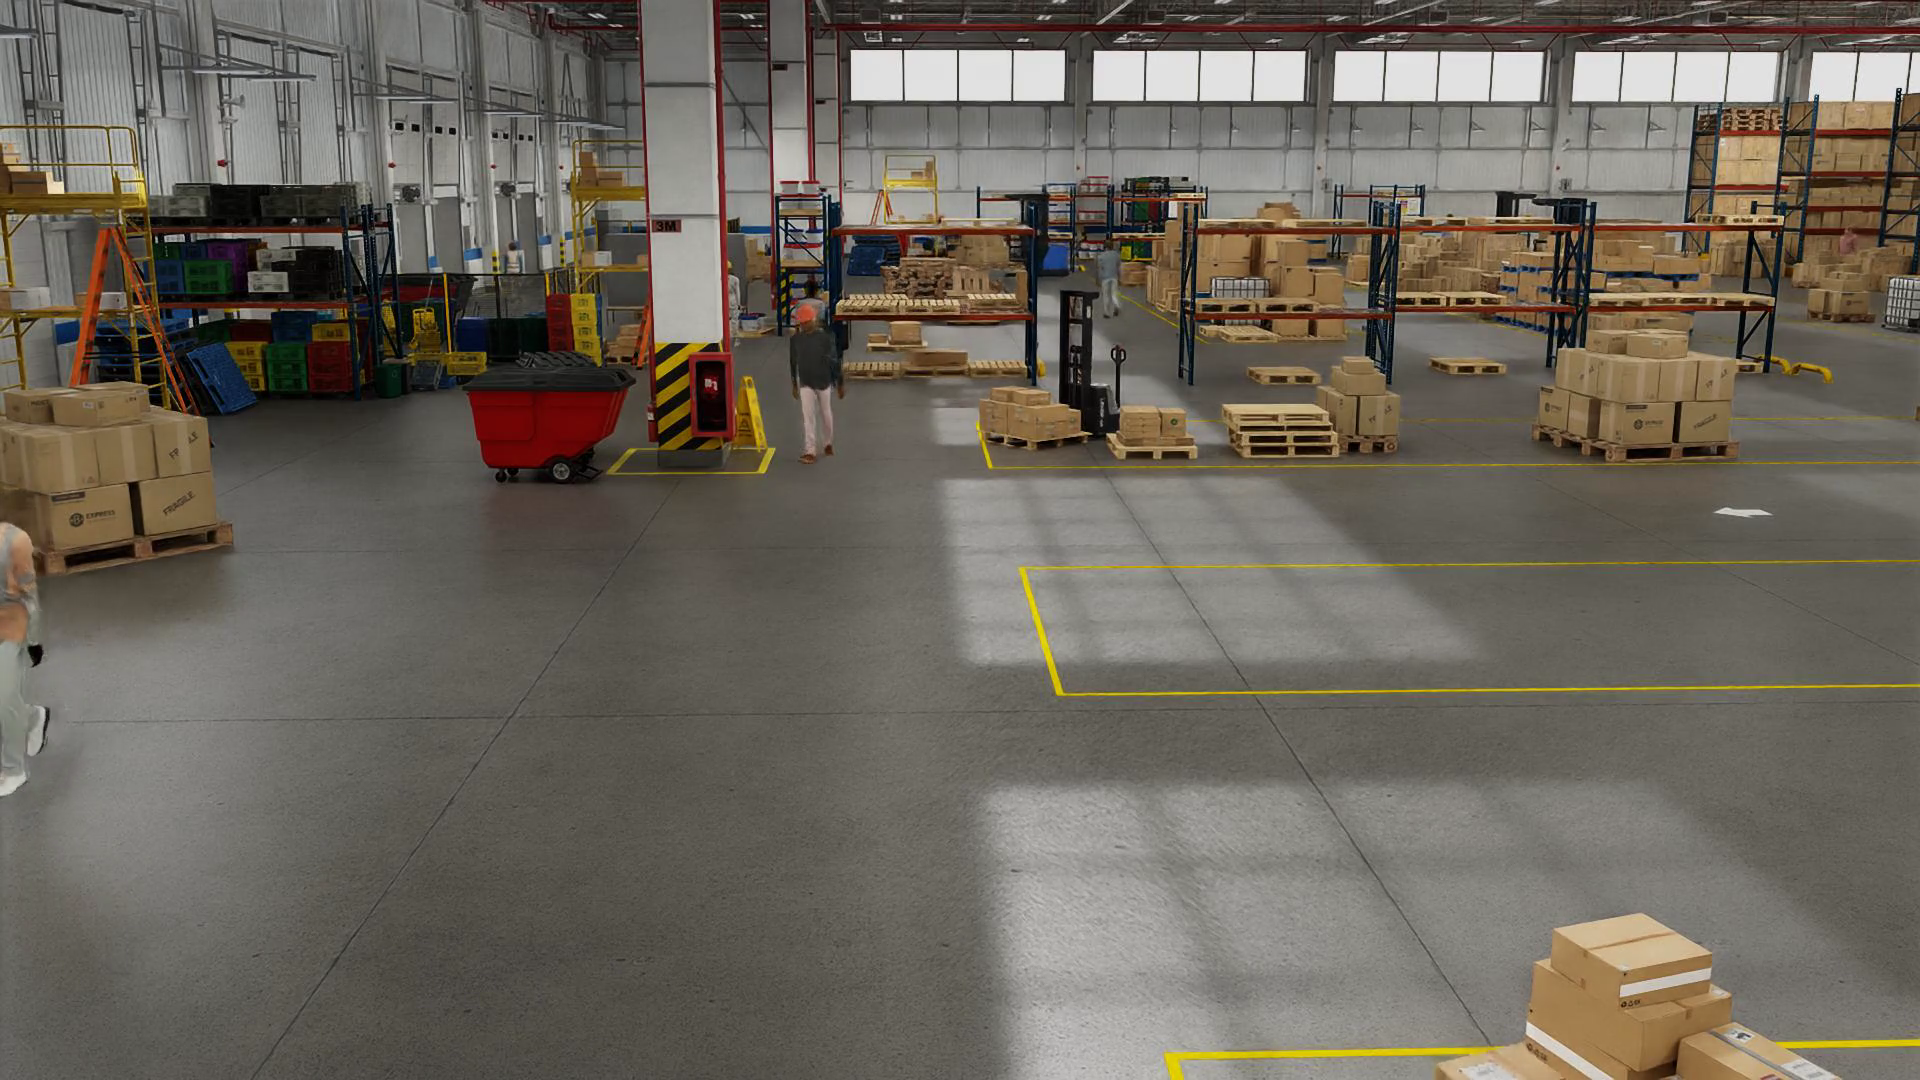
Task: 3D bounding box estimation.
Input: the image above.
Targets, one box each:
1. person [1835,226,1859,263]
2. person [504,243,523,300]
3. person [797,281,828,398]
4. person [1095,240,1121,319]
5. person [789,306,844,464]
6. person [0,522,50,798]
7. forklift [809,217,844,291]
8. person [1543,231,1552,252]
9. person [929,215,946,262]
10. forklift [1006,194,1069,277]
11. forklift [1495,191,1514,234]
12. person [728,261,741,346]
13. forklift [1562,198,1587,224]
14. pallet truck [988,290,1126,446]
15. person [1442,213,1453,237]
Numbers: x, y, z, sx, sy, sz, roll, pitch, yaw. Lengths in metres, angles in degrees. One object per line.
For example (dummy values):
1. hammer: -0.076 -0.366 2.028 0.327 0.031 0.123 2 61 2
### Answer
1. person: 28.226 -9.089 53.086 1.006 1.849 0.662 -5 13 -21
2. person: -12.518 -7.539 46.685 0.520 1.595 0.865 -2 13 -11
3. person: -2.351 -3.176 26.439 0.591 1.849 0.411 3 13 13
4. person: 3.633 -6.381 40.741 0.637 1.916 0.455 -5 13 -22
5. person: -1.770 -1.938 20.662 0.723 1.927 1.052 3 13 11
6. person: -5.580 0.502 9.686 0.588 1.904 0.640 1 13 6
7. forklift: -4.375 -8.619 48.637 1.873 2.768 1.129 0 12 -2
8. person: 17.363 -8.209 48.797 0.608 1.996 0.375 0 12 -2
9. person: -0.804 -11.668 64.612 0.719 1.913 0.556 -6 14 -24
10. forklift: 2.658 -10.261 56.049 1.873 2.768 1.129 -7 14 -28
11. forklift: 20.513 -11.778 62.897 1.873 2.768 1.129 0 12 -2
12. person: -4.778 -4.874 34.350 0.513 1.735 0.388 -1 13 -4
13. forklift: 17.204 -8.212 46.797 1.873 2.768 1.129 0 12 -2
14. pallet truck: 1.257 -2.299 22.111 1.885 1.965 0.823 -9 15 -35
15. person: 19.205 -11.838 65.315 0.629 1.940 0.373 0 12 -2
